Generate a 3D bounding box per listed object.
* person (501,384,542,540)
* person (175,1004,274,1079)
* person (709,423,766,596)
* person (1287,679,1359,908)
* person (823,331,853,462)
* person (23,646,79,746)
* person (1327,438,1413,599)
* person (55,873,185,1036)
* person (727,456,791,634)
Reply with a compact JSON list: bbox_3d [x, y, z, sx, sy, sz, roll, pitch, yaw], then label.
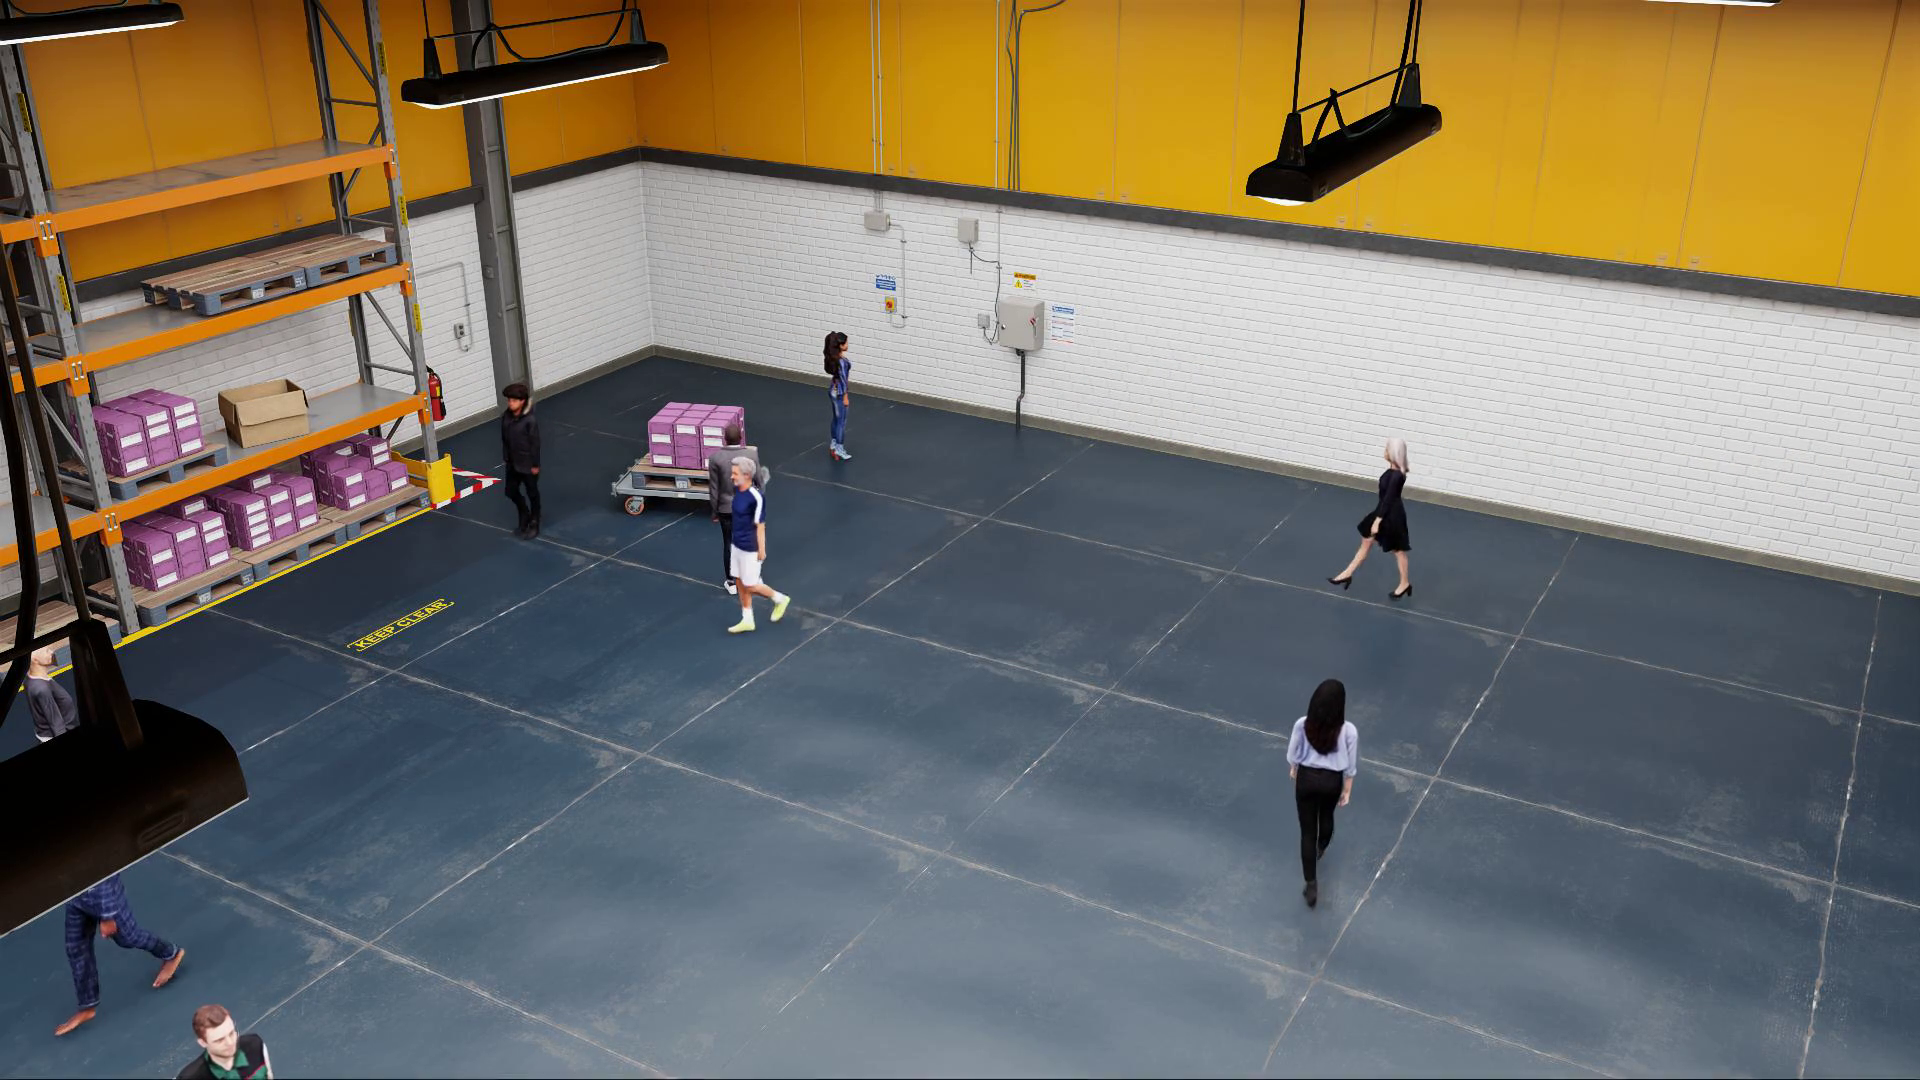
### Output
[{"bbox_3d":[-4.757,-0.895,18.209,0.687,1.766,0.644,7,25,16],"label":"person"},{"bbox_3d":[-3.790,3.191,8.768,0.738,1.841,0.566,18,29,36],"label":"person"},{"bbox_3d":[-2.249,-0.317,16.819,0.805,1.821,0.831,-3,24,-7],"label":"person"},{"bbox_3d":[2.583,1.851,11.997,0.891,1.710,1.106,3,24,6],"label":"person"},{"bbox_3d":[-1.483,-1.778,20.411,0.749,1.621,0.691,-6,24,-14],"label":"person"},{"bbox_3d":[-6.920,1.524,12.725,0.609,1.726,0.666,-22,32,-40],"label":"person"},{"bbox_3d":[4.387,-0.177,16.632,0.907,1.714,1.096,4,24,10],"label":"person"},{"bbox_3d":[-5.591,2.285,10.911,0.690,1.786,1.146,11,26,24],"label":"person"},{"bbox_3d":[-1.975,0.035,16.009,0.975,1.824,0.834,-16,28,-33],"label":"person"}]
